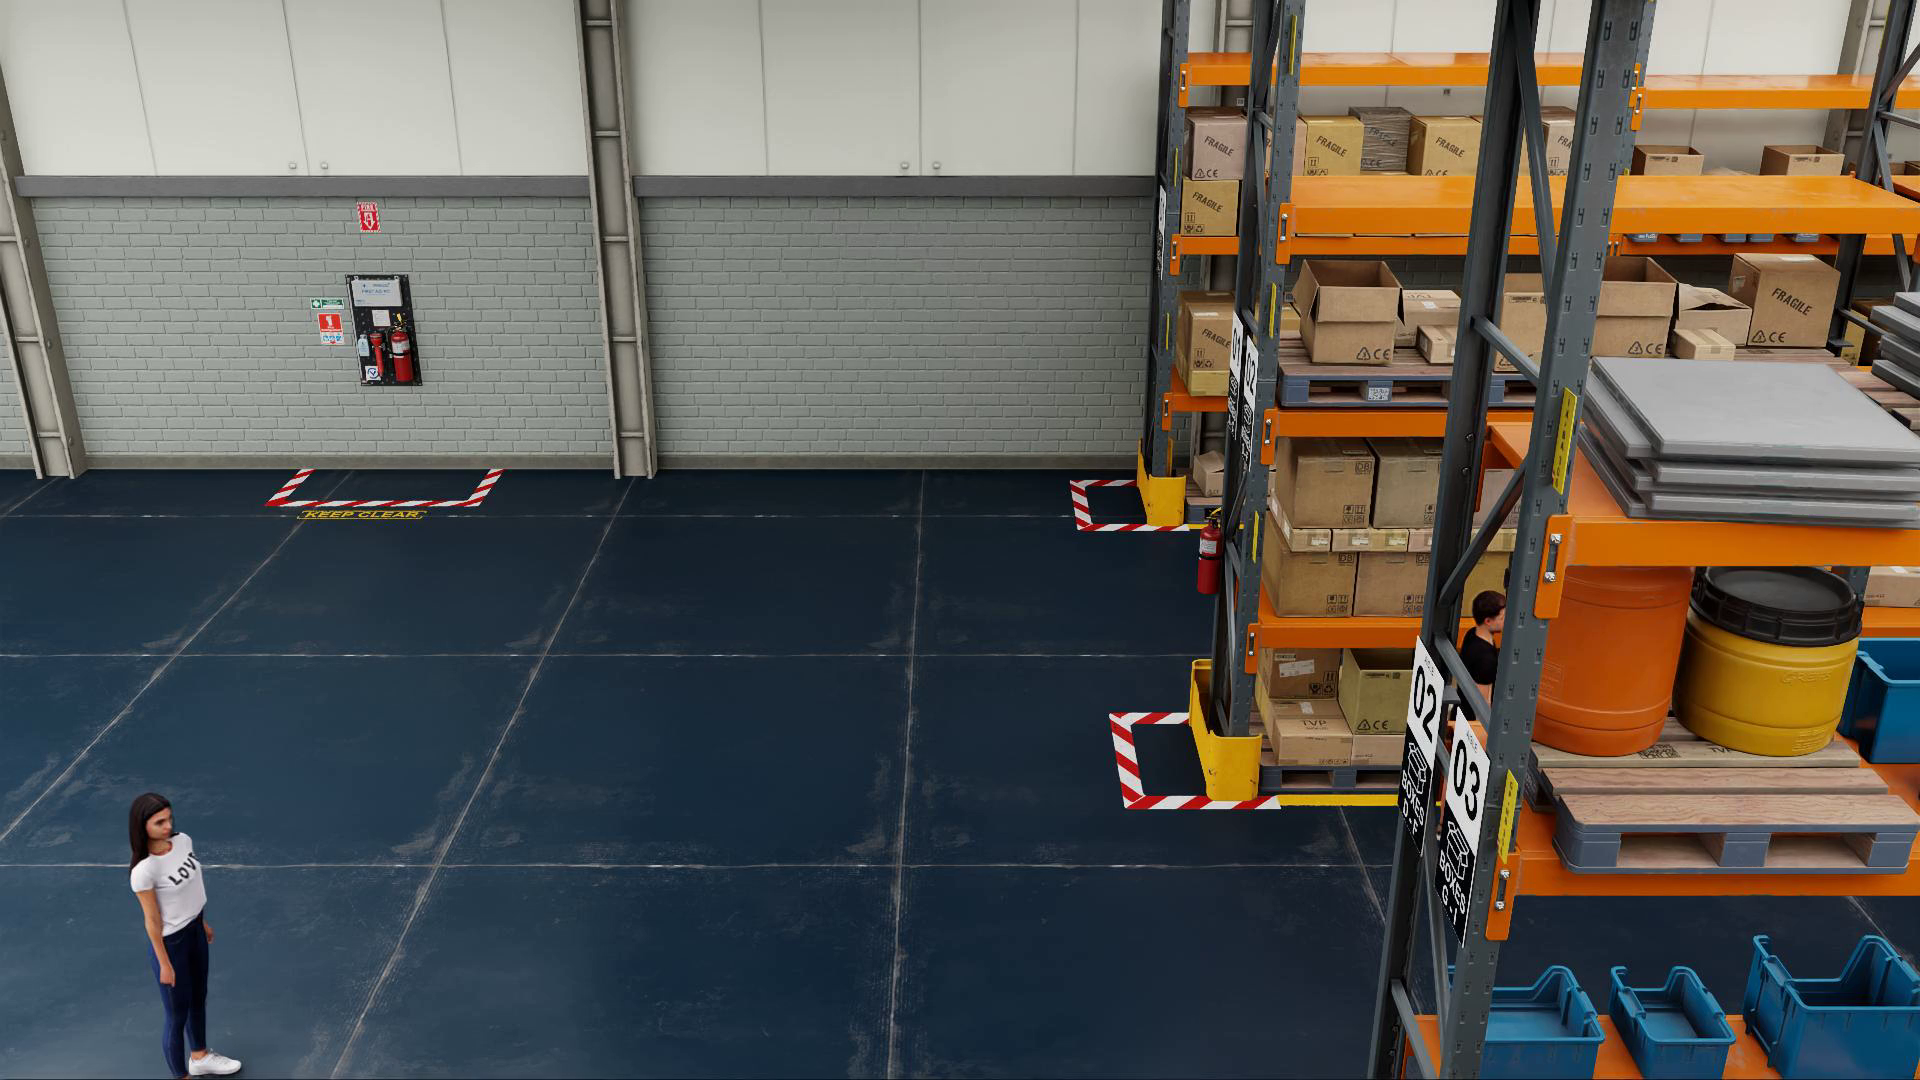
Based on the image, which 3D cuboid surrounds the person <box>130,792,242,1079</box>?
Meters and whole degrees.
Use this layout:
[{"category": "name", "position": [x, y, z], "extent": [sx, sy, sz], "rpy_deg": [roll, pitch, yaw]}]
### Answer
[{"category": "person", "position": [-4.036, 2.088, 8.566], "extent": [0.535, 1.774, 0.606], "rpy_deg": [2, 23, 5]}]

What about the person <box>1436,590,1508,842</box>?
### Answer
[{"category": "person", "position": [3.273, 1.164, 10.628], "extent": [0.606, 1.861, 0.715], "rpy_deg": [3, 23, 7]}]
